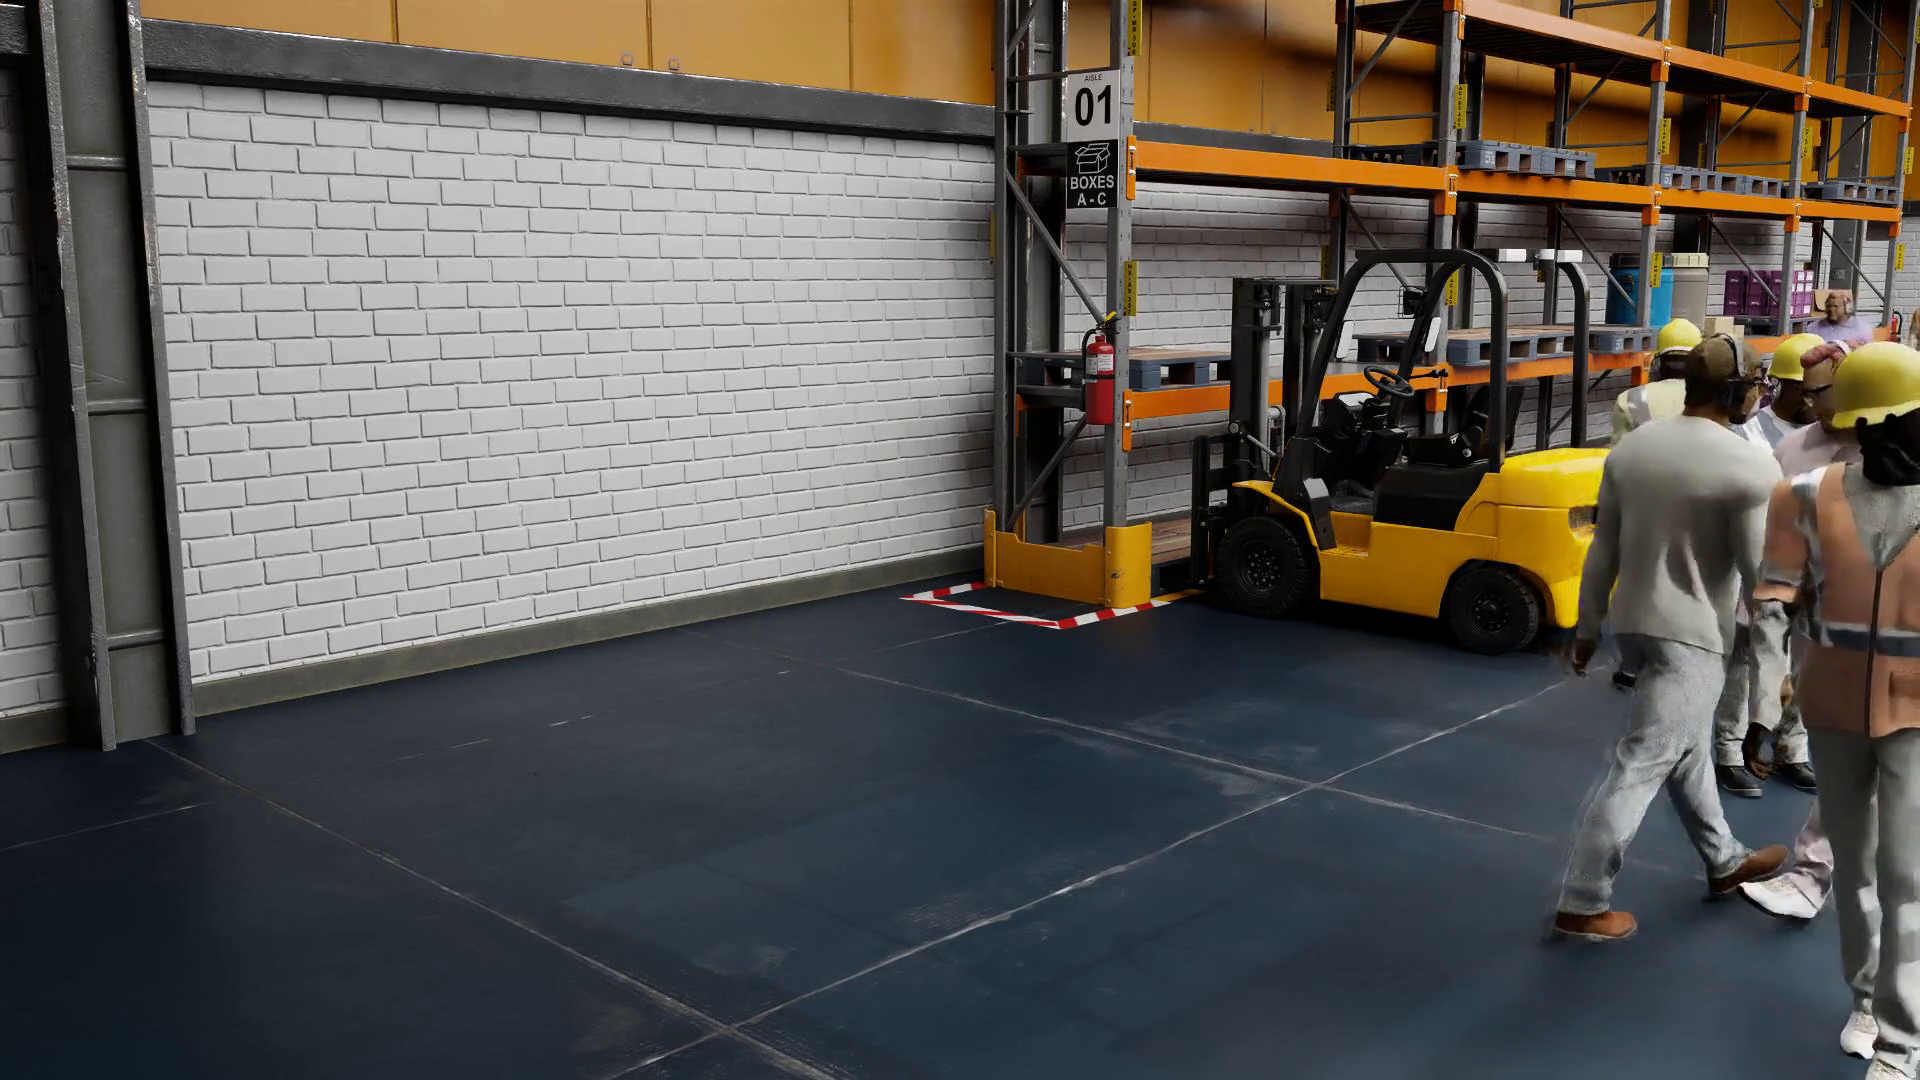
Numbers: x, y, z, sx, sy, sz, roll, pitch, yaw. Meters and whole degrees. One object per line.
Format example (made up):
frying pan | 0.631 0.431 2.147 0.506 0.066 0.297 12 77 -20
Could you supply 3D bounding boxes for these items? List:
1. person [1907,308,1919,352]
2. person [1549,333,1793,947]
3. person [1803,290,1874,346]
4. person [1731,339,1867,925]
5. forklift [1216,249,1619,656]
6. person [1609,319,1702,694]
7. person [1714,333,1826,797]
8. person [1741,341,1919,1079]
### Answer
person | 13.388 -2.603 22.967 0.590 1.881 0.741 2 10 14
person | 2.265 0.305 5.152 1.044 1.874 0.645 -3 10 -18
person | 8.516 -1.497 16.218 0.872 1.877 0.652 -9 13 -43
person | 2.828 0.287 5.369 0.971 1.842 0.672 -4 10 -24
forklift | 2.710 -0.584 9.626 2.313 2.155 1.214 9 13 43
person | 3.433 -0.150 8.070 0.600 1.831 0.404 2 9 10
person | 3.229 0.107 6.528 0.591 1.826 0.403 -2 9 -11
person | 2.275 0.459 4.168 0.593 1.882 0.860 8 12 40
